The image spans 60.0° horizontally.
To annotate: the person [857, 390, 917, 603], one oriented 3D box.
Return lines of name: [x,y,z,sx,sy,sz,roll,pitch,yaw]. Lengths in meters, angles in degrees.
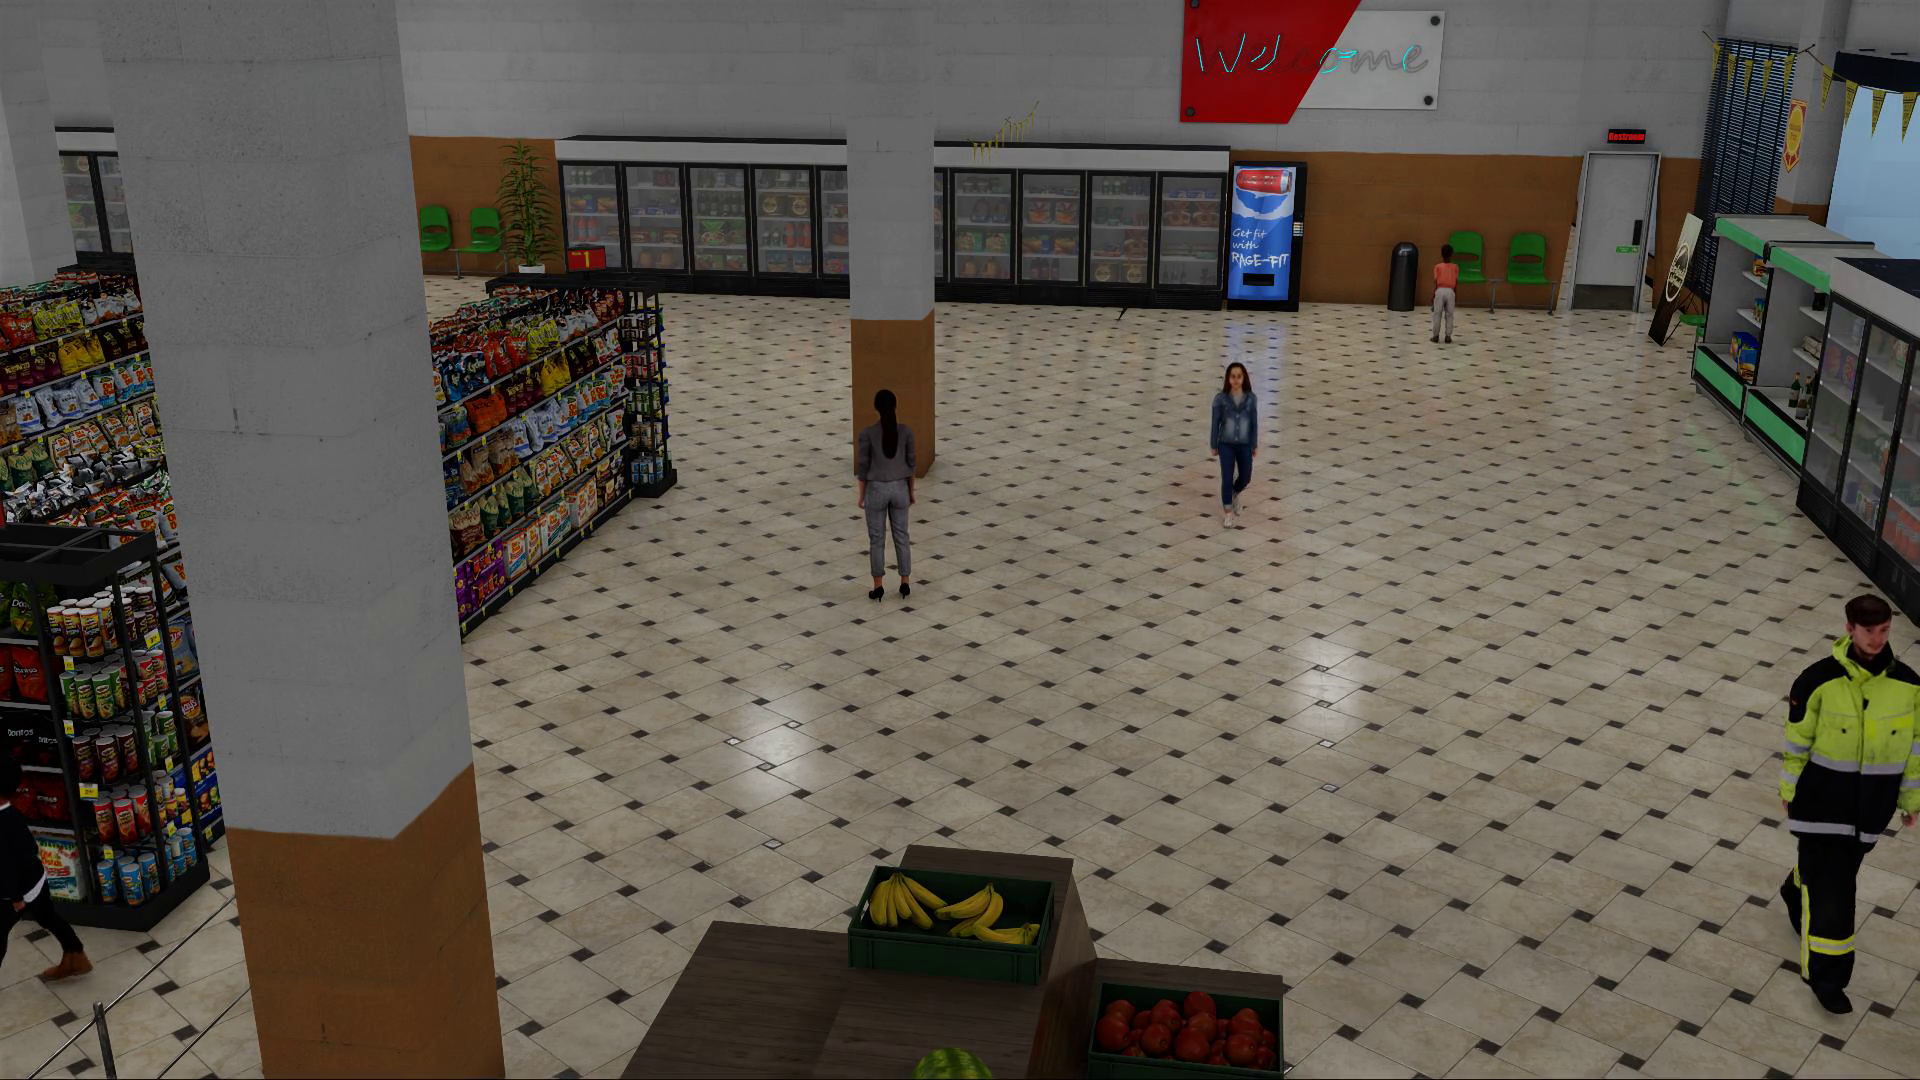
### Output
person: [-0.570,-0.341,12.882,0.713,1.677,0.721,-5,19,-15]

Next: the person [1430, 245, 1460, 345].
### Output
person: [6.459,-3.272,22.149,0.487,1.310,0.471,4,19,11]

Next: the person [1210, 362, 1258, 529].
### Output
person: [2.429,-0.858,14.745,0.631,1.467,0.695,0,19,0]

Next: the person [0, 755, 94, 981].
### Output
person: [-4.418,1.592,7.902,0.735,1.196,0.832,-3,19,-9]

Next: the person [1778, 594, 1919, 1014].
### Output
person: [4.223,1.171,7.978,0.918,1.945,1.283,0,19,-1]
